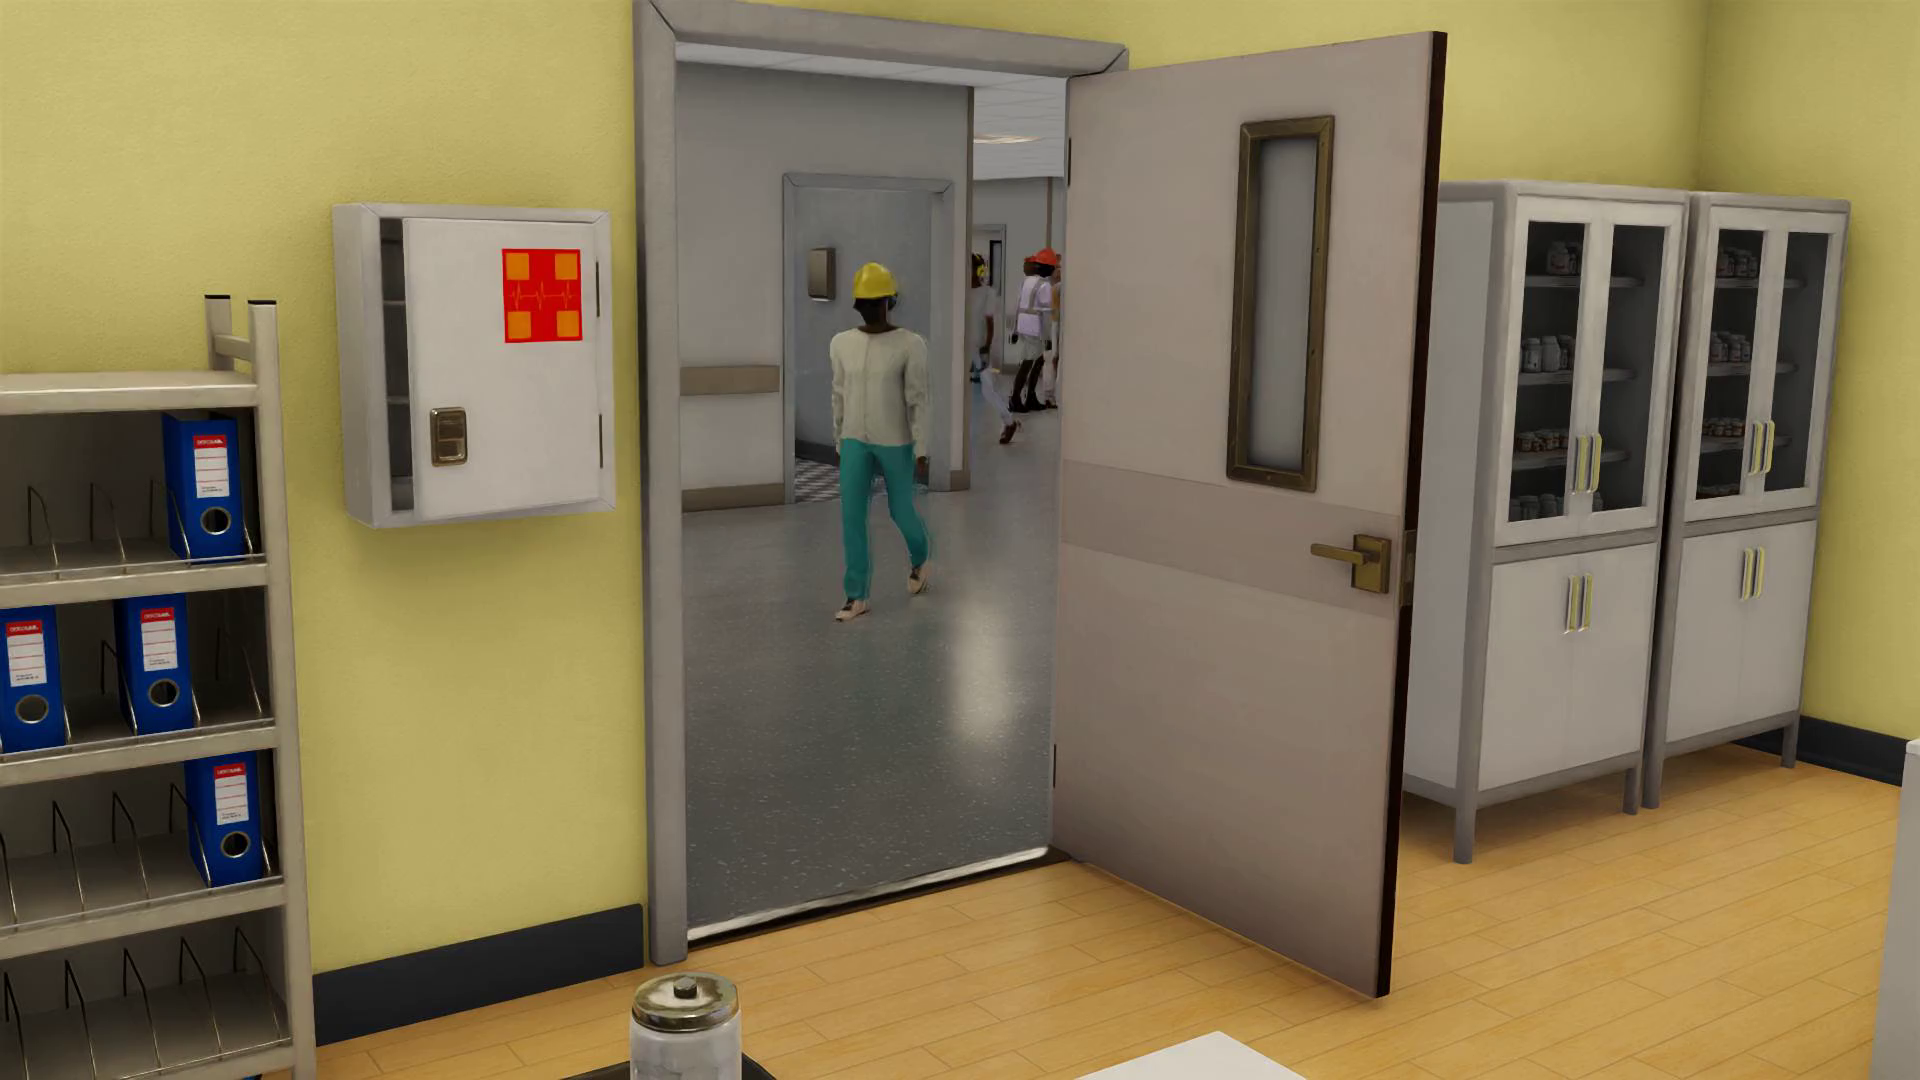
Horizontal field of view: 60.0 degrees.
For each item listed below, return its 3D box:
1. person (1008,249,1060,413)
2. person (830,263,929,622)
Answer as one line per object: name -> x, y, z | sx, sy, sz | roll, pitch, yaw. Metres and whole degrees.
person -> 0.862, -2.413, 19.260 | 0.690, 1.896, 0.562 | -3, 10, -23
person -> -0.377, -0.507, 8.279 | 0.533, 1.734, 0.814 | 4, 10, 17
